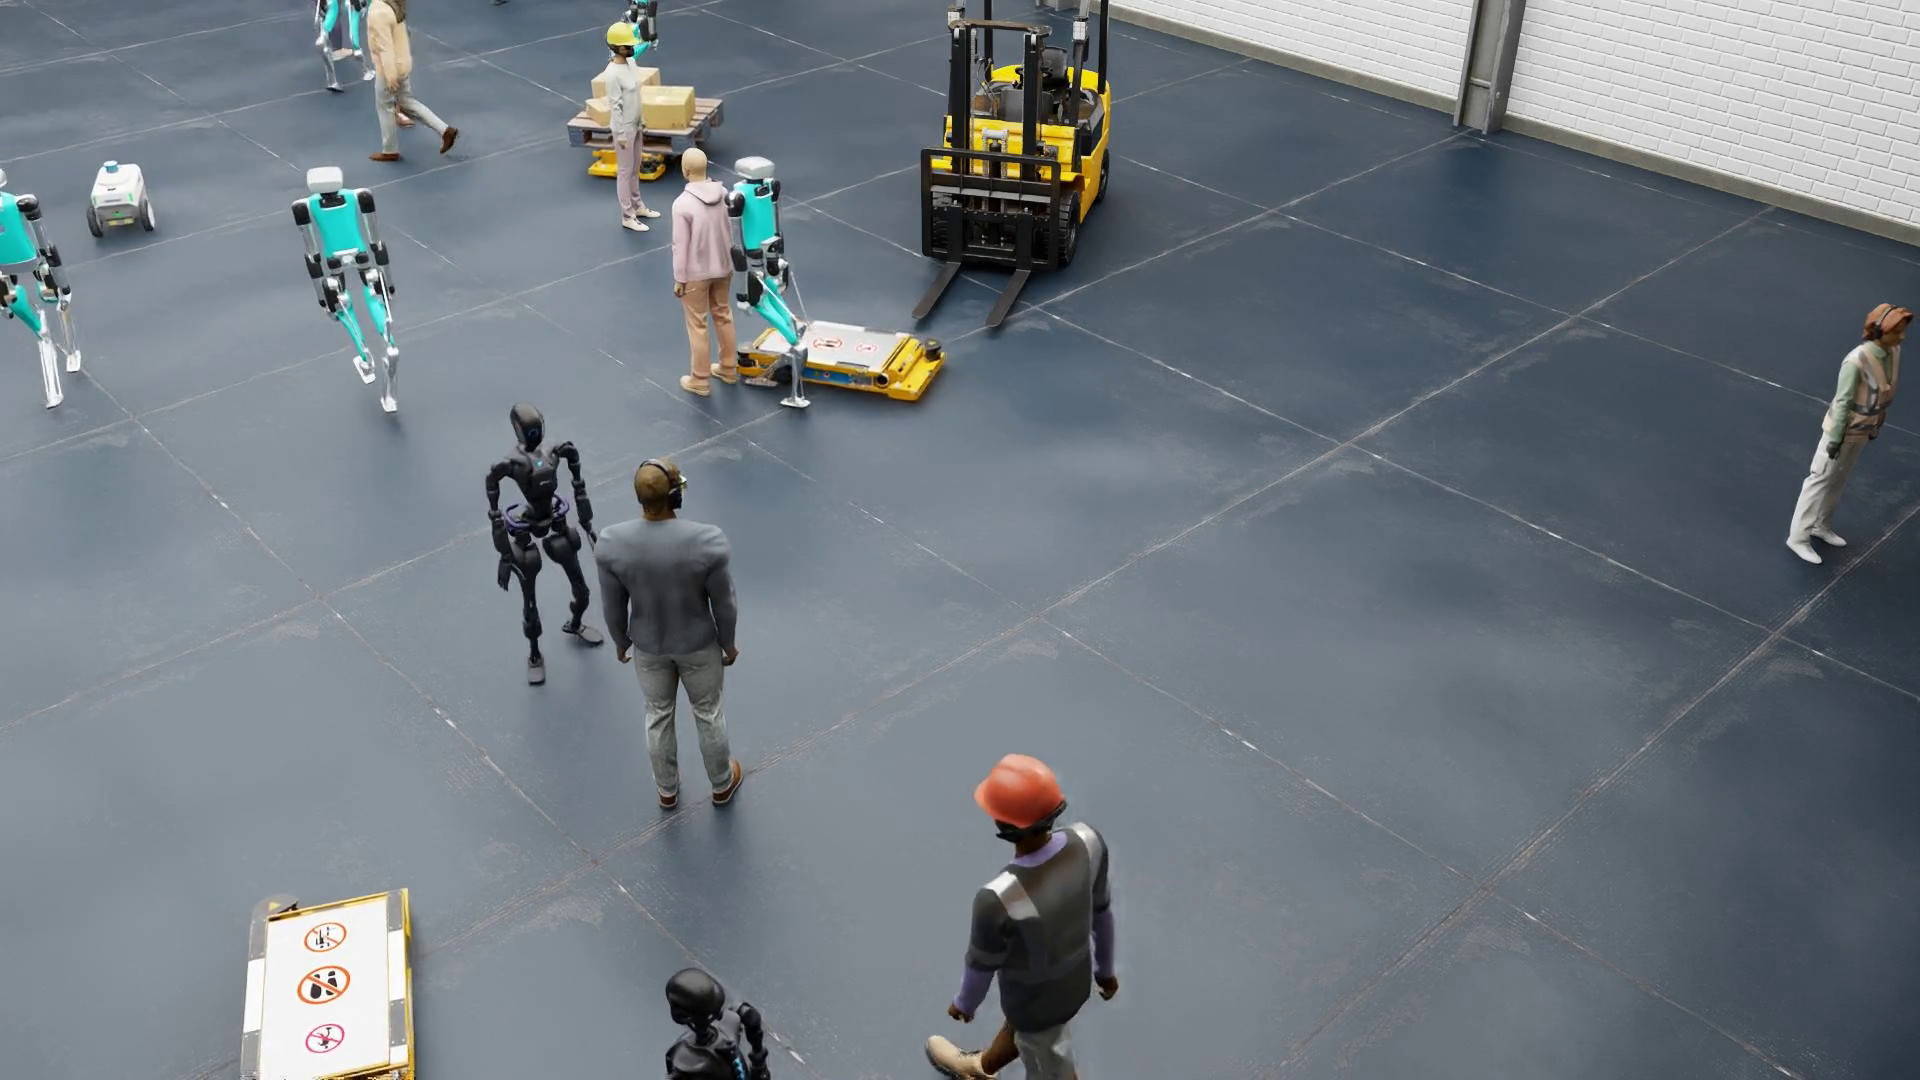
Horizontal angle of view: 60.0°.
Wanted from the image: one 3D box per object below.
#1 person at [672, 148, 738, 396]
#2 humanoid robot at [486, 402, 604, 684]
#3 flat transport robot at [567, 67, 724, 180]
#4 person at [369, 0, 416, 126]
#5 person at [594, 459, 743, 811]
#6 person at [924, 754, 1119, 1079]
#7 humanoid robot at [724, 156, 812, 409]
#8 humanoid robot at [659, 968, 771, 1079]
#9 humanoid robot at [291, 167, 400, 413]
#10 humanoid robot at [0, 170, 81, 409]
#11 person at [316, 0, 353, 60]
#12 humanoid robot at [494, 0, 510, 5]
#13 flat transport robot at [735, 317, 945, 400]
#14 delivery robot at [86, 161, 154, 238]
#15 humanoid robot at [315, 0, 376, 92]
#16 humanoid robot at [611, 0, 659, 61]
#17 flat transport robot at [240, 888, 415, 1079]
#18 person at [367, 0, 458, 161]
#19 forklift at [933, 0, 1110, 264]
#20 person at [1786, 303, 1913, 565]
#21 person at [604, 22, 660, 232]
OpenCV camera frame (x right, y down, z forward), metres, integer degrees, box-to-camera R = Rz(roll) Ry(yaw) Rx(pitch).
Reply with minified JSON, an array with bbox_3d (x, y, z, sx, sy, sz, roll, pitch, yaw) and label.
[{"bbox_3d":[-1.770,-1.871,11.670,0.405,1.775,0.539,25,41,33],"label":"person"},{"bbox_3d":[-2.243,-0.031,8.928,0.598,1.642,0.392,-24,40,-32],"label":"humanoid robot"},{"bbox_3d":[-2.994,-3.816,16.038,0.659,0.231,1.431,7,34,11],"label":"flat transport robot"},{"bbox_3d":[-5.663,-5.081,16.534,0.396,1.849,0.493,7,34,10],"label":"person"},{"bbox_3d":[-1.361,0.478,7.912,0.627,1.936,0.375,0,33,-1],"label":"person"},{"bbox_3d":[0.252,1.604,6.138,1.072,1.974,0.599,24,40,32],"label":"person"},{"bbox_3d":[-1.200,-1.727,11.509,0.886,1.781,0.581,17,37,25],"label":"humanoid robot"},{"bbox_3d":[-0.812,2.107,5.692,0.785,1.623,0.610,17,37,24],"label":"humanoid robot"},{"bbox_3d":[-4.125,-1.653,11.356,0.554,1.734,1.015,-13,35,-19],"label":"humanoid robot"},{"bbox_3d":[-6.506,-1.820,11.658,0.553,1.747,1.046,-9,34,-13],"label":"humanoid robot"},{"bbox_3d":[-7.027,-6.236,18.304,0.827,1.852,0.498,11,35,16],"label":"person"},{"bbox_3d":[-5.647,-7.453,20.349,0.611,1.635,0.647,13,35,19],"label":"humanoid robot"},{"bbox_3d":[-0.891,-1.343,12.237,1.431,0.231,0.659,10,34,15],"label":"flat transport robot"},{"bbox_3d":[-7.340,-3.007,14.517,0.499,0.577,0.757,-10,34,-15],"label":"delivery robot"},{"bbox_3d":[-6.568,-5.553,17.394,0.556,1.768,0.975,1,33,2],"label":"humanoid robot"},{"bbox_3d":[-3.326,-5.083,16.631,0.681,1.780,0.536,-20,38,-28],"label":"humanoid robot"},{"bbox_3d":[-2.671,2.023,7.063,0.659,0.231,1.431,-9,34,-14],"label":"flat transport robot"},{"bbox_3d":[-5.263,-4.451,15.571,0.799,1.849,0.563,0,33,0],"label":"person"},{"bbox_3d":[0.570,-3.725,14.138,1.214,2.155,2.313,9,34,13],"label":"forklift"},{"bbox_3d":[5.300,-0.645,9.906,0.510,1.640,0.306,-23,40,-31],"label":"person"},{"bbox_3d":[-2.824,-3.542,14.244,0.310,1.768,0.529,5,33,8],"label":"person"}]
